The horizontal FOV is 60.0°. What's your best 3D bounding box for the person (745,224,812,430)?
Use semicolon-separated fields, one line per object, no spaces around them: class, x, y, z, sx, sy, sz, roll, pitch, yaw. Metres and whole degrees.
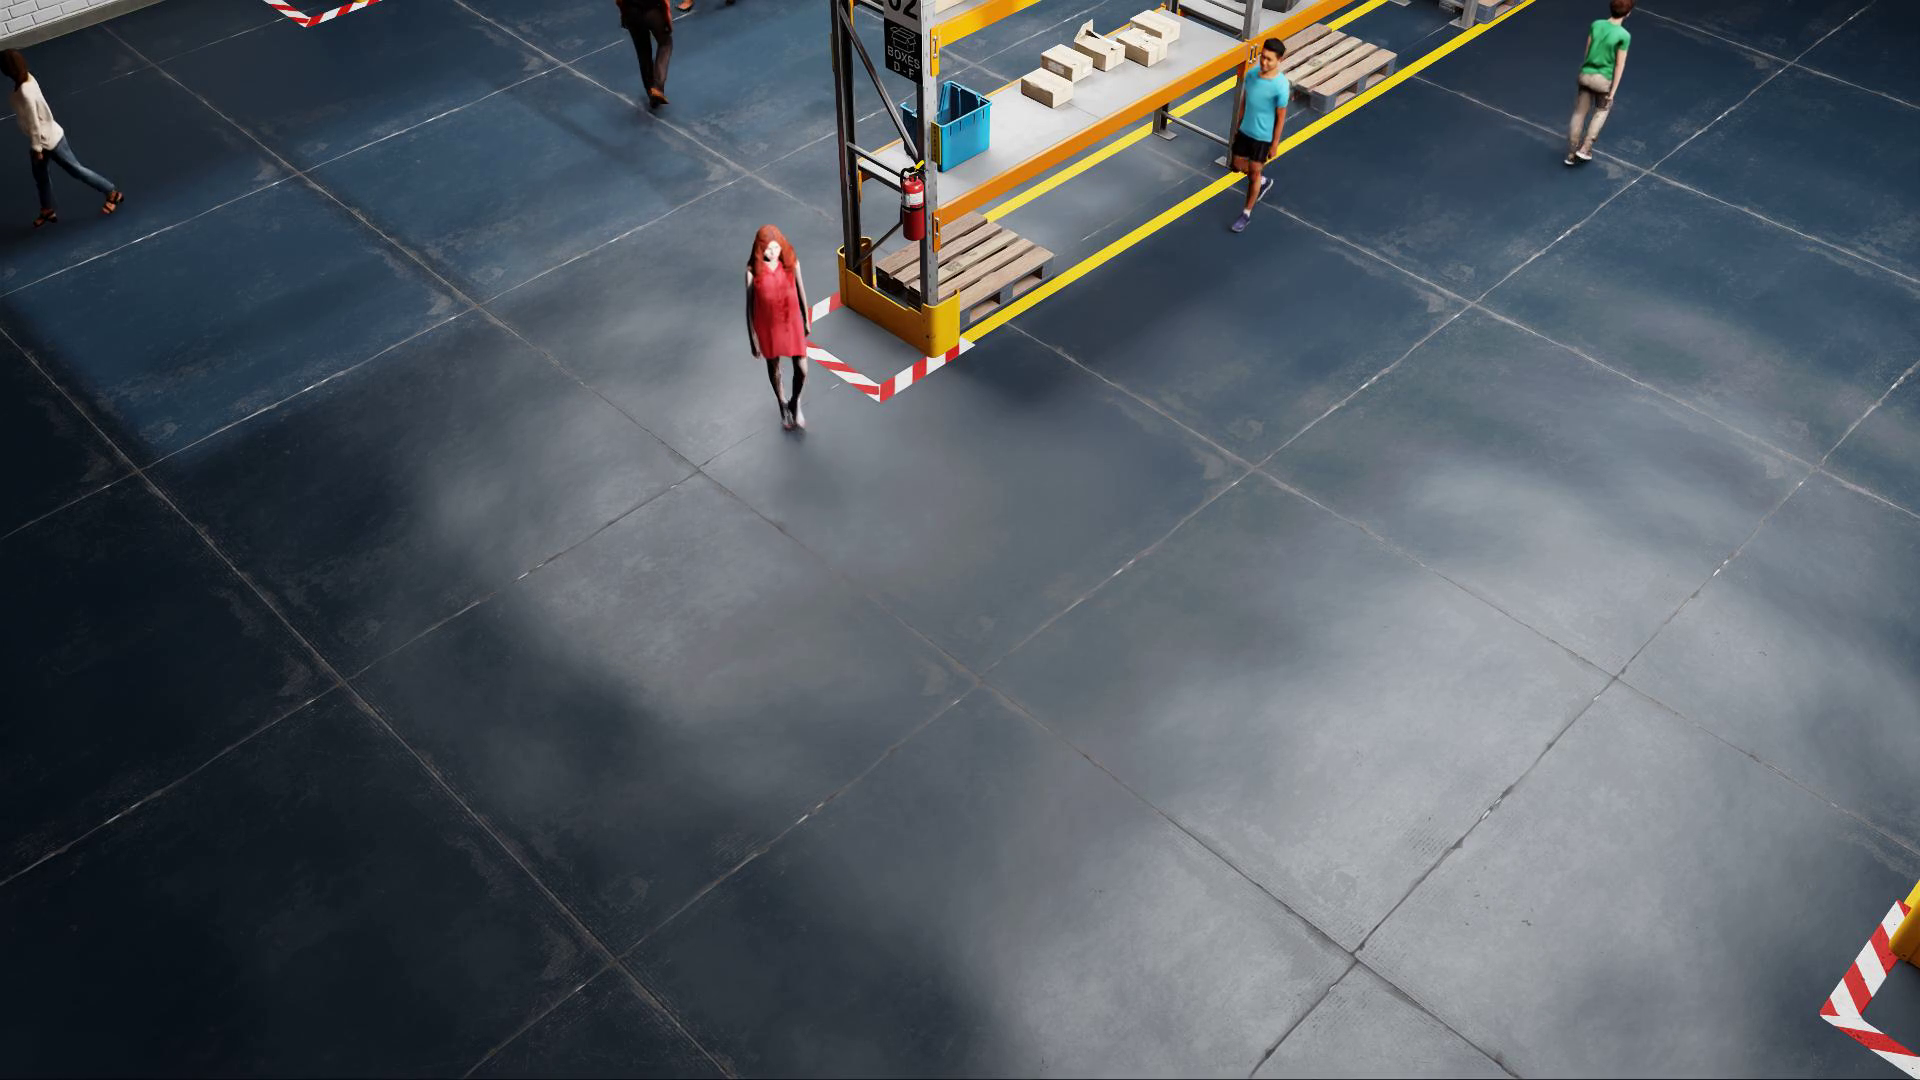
person;-1.366;-1.613;12.397;0.702;1.812;0.803;-11;45;-11

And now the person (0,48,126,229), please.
person;-7.870;-3.507;14.509;1.114;1.642;0.804;-21;48;-21

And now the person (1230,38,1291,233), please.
person;2.639;-3.559;14.473;0.825;1.767;0.647;-32;52;-29

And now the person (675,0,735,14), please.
person;-2.579;-6.410;17.557;1.112;1.640;0.777;-28;50;-26

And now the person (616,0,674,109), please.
person;-3.035;-4.966;15.856;0.922;1.895;0.988;4;44;4

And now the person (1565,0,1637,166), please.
person;5.783;-4.176;15.213;0.587;1.639;0.624;31;52;29
